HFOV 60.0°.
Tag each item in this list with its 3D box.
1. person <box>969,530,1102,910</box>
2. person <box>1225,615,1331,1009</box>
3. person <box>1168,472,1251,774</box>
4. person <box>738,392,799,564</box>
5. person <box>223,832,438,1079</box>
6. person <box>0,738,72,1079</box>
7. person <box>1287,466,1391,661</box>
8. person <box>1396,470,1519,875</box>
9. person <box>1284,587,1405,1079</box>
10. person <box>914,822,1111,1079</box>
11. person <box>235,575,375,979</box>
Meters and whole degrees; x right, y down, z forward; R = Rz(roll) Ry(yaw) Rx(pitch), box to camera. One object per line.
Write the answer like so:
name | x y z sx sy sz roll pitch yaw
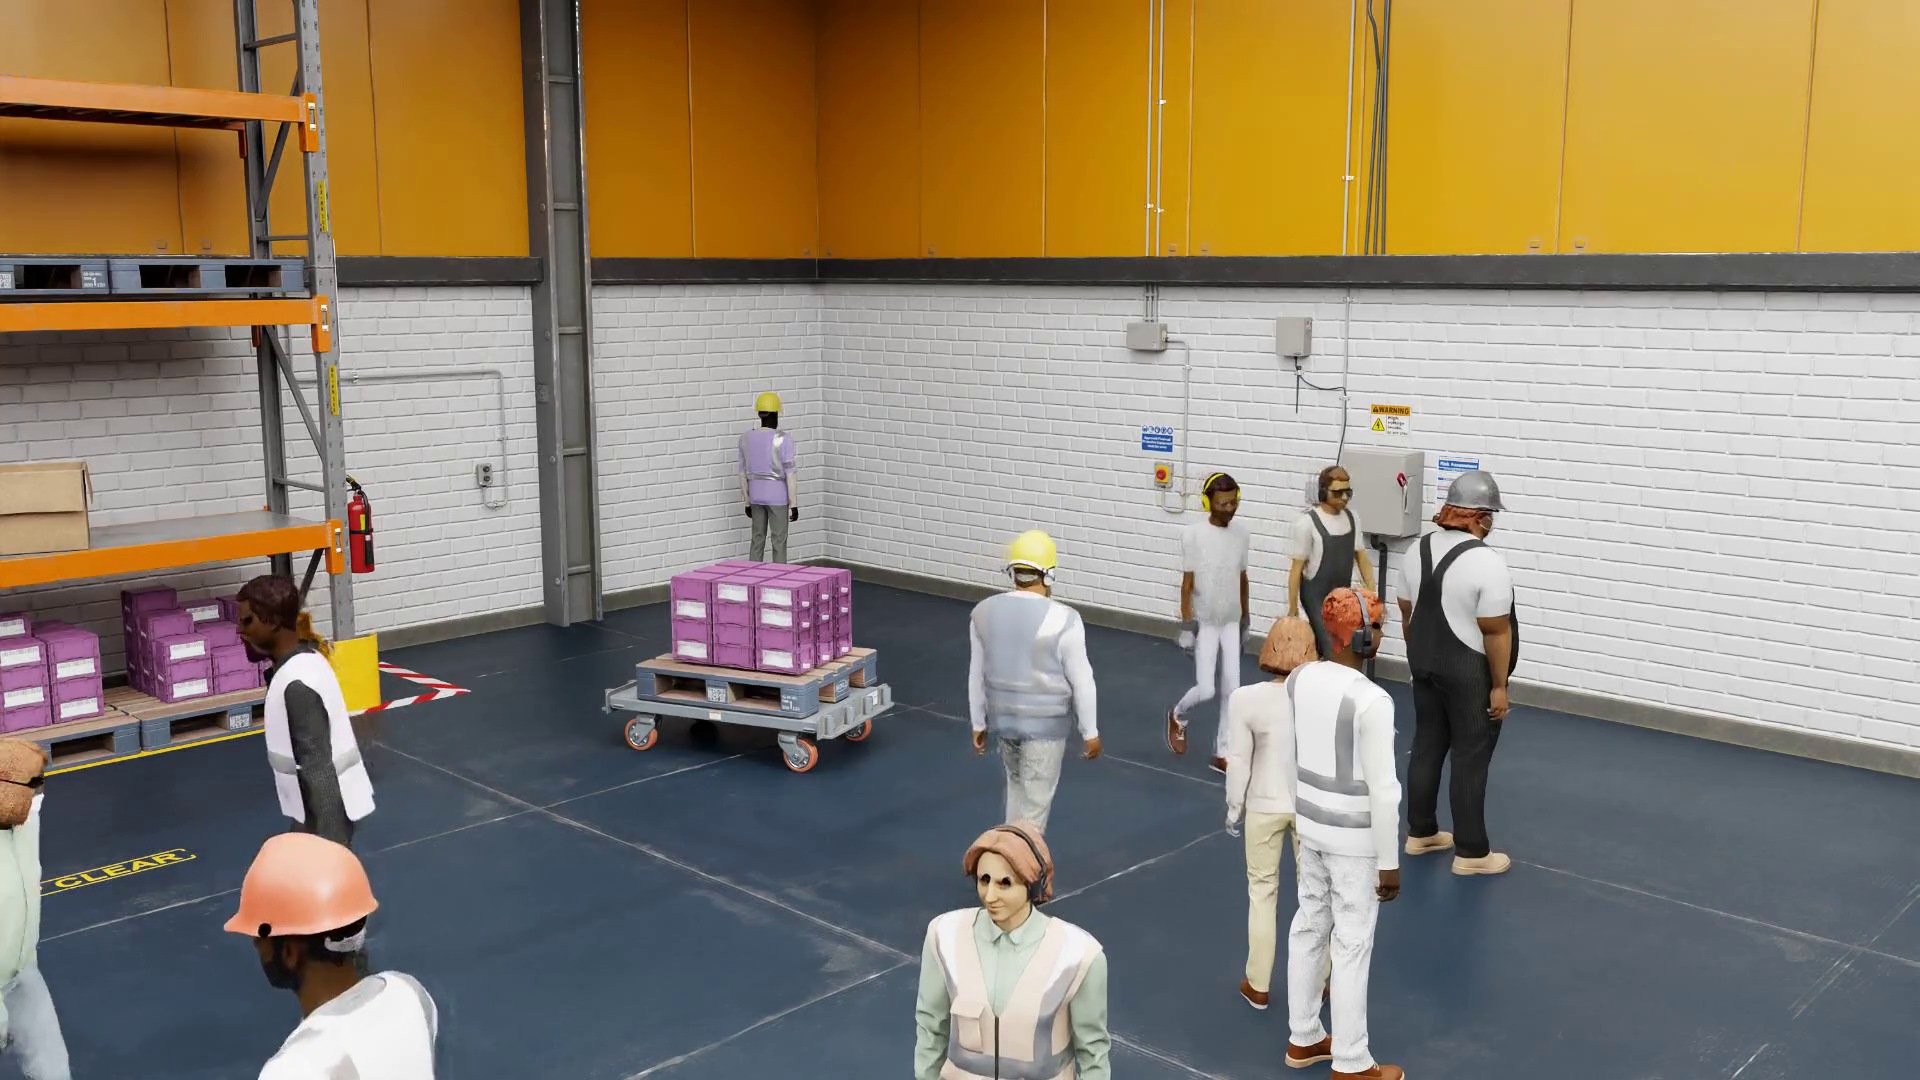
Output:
person | 0.380 0.850 7.894 0.610 1.808 0.603 7 11 36
person | 1.334 1.117 6.817 0.501 1.633 0.281 1 9 5
person | 1.507 0.495 9.988 0.541 1.847 0.558 -4 10 -24
person | -1.723 -0.376 15.068 0.588 1.930 0.359 4 10 24
person | -1.363 1.529 3.472 0.910 1.894 0.581 2 9 12
person | -3.025 1.393 5.272 0.853 1.579 0.514 1 9 4
person | 2.404 0.419 10.617 0.531 1.786 0.983 -8 12 -39
person | 2.569 0.649 8.444 0.536 2.000 0.688 -5 10 -26
person | 1.422 1.102 6.153 0.355 1.882 0.576 -4 10 -25
person | 0.130 1.522 4.322 0.522 1.638 0.309 3 10 19
person | -2.471 1.066 6.360 0.467 1.888 0.625 -4 10 -22
